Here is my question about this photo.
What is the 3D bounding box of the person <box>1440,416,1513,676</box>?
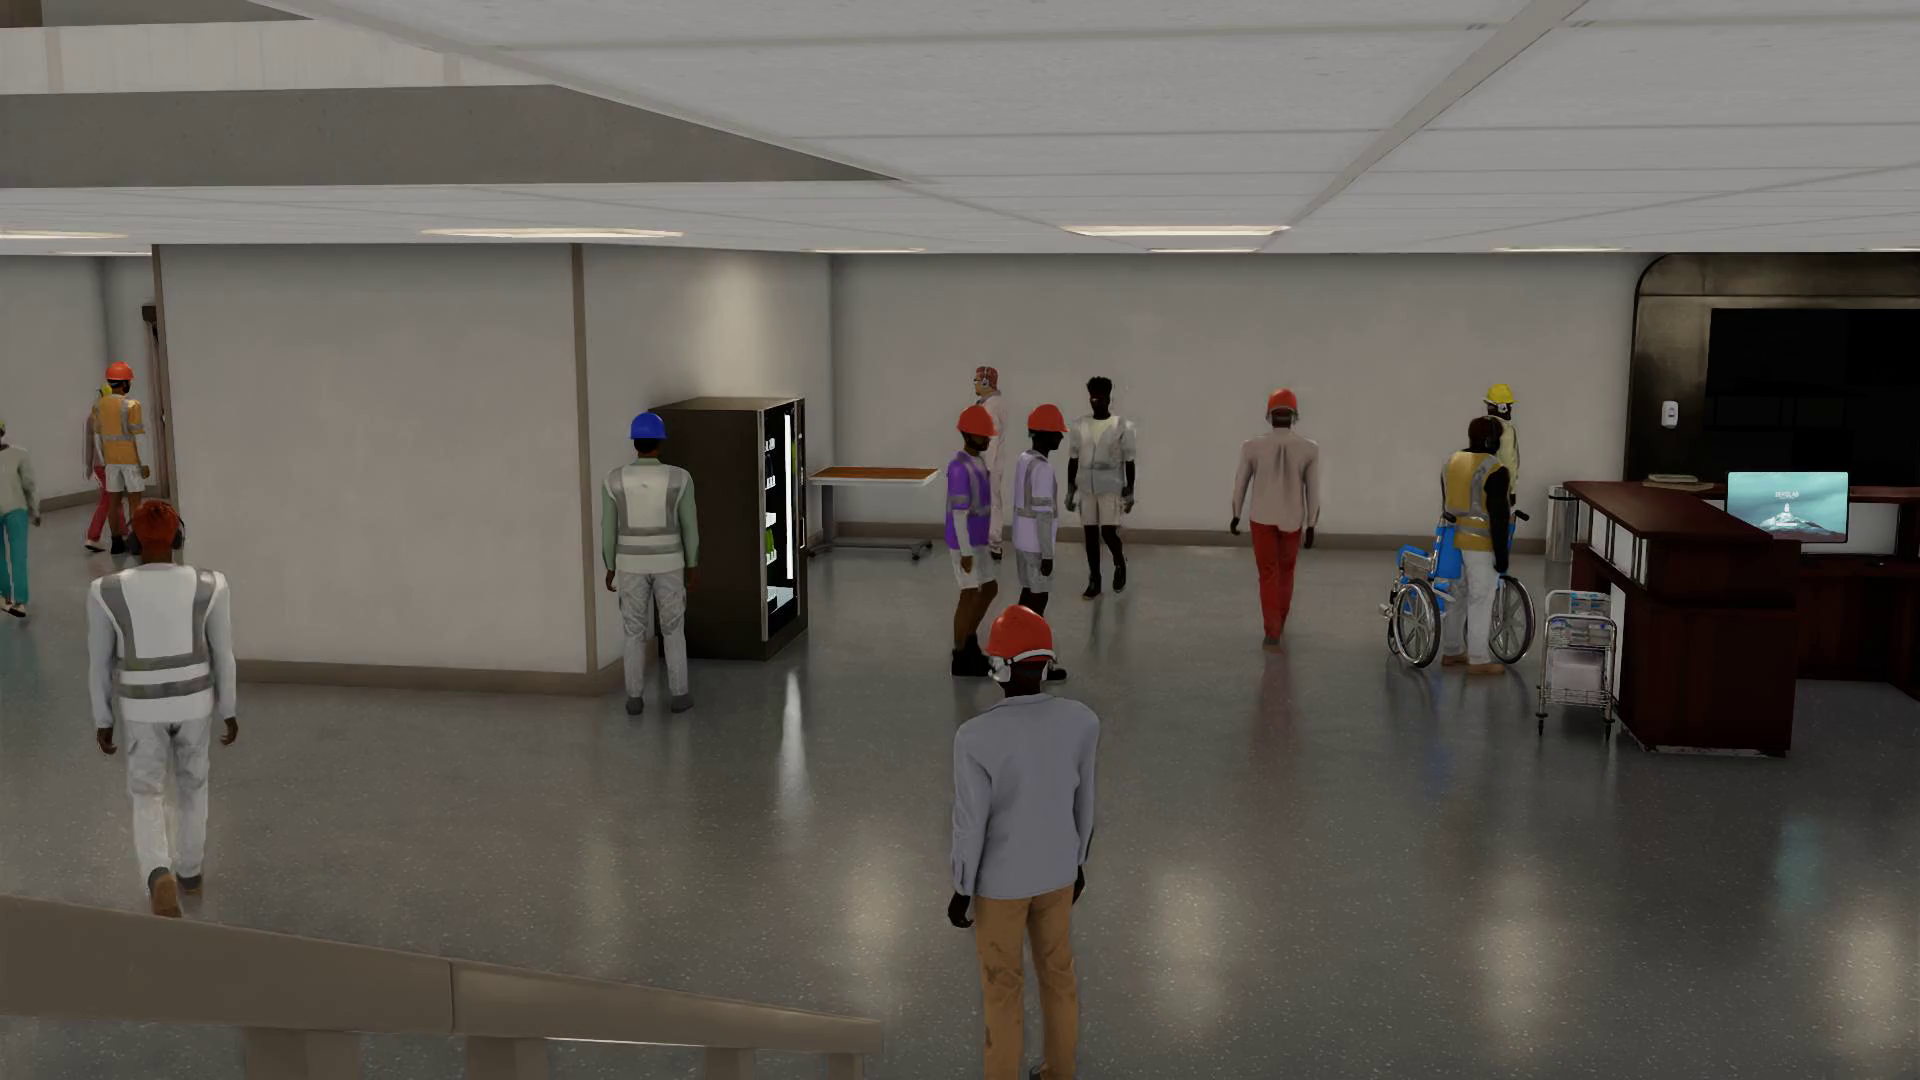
[{"bbox_3d":[3.657,0.038,11.767,0.429,1.836,0.633,-3,10,-21],"label":"person"}]

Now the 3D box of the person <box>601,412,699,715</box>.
[{"bbox_3d":[-1.983,0.154,10.687,0.615,1.942,0.407,-1,9,-5],"label":"person"}]

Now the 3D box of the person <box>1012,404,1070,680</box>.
[{"bbox_3d":[0.561,0.019,11.577,0.385,1.933,0.545,-2,9,-13],"label":"person"}]

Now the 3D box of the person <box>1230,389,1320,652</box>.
[{"bbox_3d":[2.397,-0.176,12.707,0.628,1.940,0.998,0,9,2],"label":"person"}]

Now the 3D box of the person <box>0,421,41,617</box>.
[{"bbox_3d":[-7.846,-0.209,13.629,0.553,1.711,0.944,-5,10,-28],"label":"person"}]

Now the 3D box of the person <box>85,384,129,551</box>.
[{"bbox_3d":[-8.732,-0.755,17.034,0.520,1.707,0.891,4,10,21],"label":"person"}]

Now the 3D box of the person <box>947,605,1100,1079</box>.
[{"bbox_3d":[0.196,1.083,5.546,0.565,1.751,0.330,-6,11,-34],"label":"person"}]

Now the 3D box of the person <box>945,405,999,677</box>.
[{"bbox_3d":[0.102,0.000,11.718,0.400,1.918,0.573,3,10,18],"label":"person"}]

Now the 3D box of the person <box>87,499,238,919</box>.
[{"bbox_3d":[-3.479,0.752,7.296,0.585,1.858,0.836,-5,10,-28],"label":"person"}]

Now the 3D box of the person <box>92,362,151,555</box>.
[{"bbox_3d":[-8.371,-0.814,16.677,0.552,1.937,0.356,2,9,13],"label":"person"}]

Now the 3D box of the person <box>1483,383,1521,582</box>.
[{"bbox_3d":[4.859,-0.502,15.079,0.404,1.833,0.590,-3,10,-17],"label":"person"}]

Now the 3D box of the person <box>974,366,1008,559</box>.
[{"bbox_3d":[0.261,-0.762,16.457,0.405,1.906,0.652,1,9,7],"label":"person"}]

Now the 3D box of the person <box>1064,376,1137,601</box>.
[{"bbox_3d":[1.220,-0.451,14.391,0.614,1.949,0.457,5,11,29],"label":"person"}]
